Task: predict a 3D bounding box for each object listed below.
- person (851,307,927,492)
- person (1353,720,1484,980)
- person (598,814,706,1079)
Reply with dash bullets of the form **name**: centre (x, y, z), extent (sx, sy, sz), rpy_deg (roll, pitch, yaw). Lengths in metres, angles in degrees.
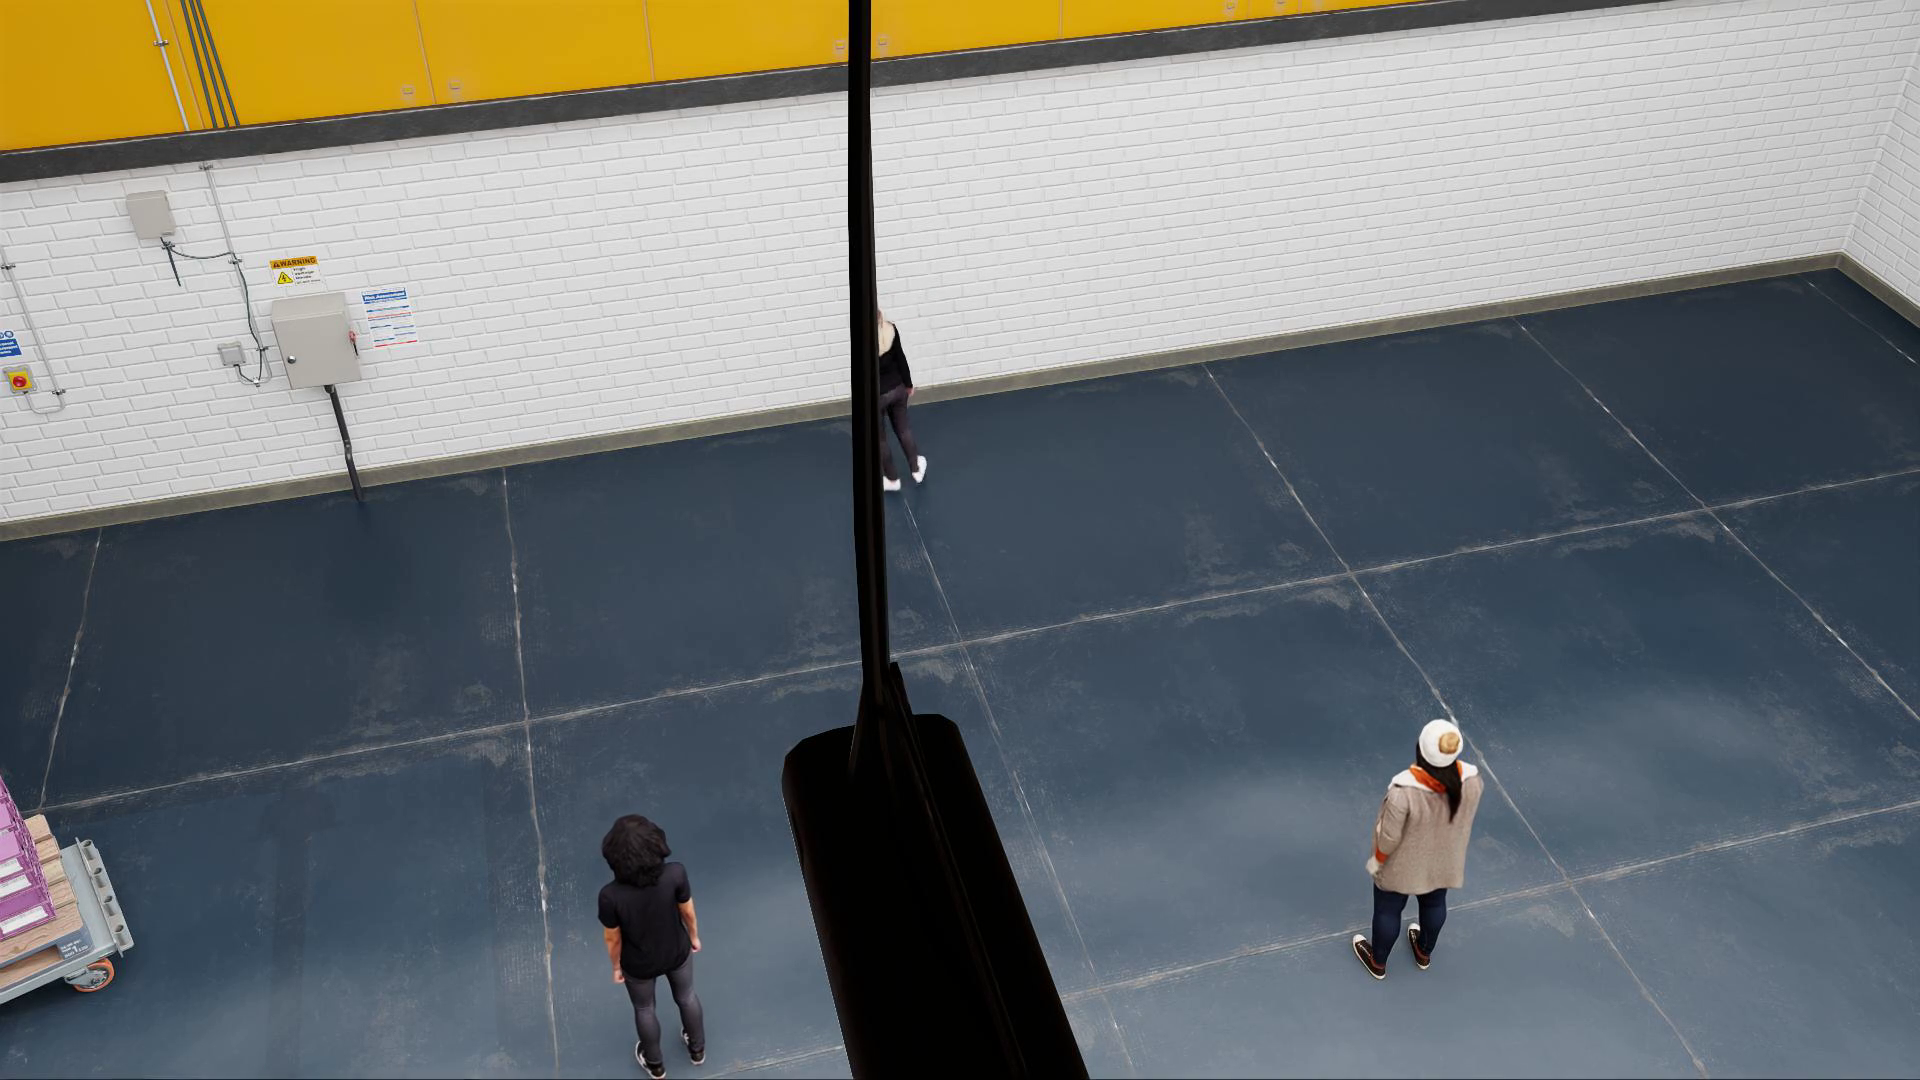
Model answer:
- **person**: centre (-0.525, -1.068, 12.553), extent (0.892, 1.650, 0.870), rpy_deg (-23, 44, -26)
- **person**: centre (2.475, 1.665, 8.940), extent (0.688, 1.888, 0.669), rpy_deg (-7, 39, -9)
- **person**: centre (-1.554, 2.088, 8.459), extent (0.662, 1.828, 0.576), rpy_deg (-16, 41, -19)
